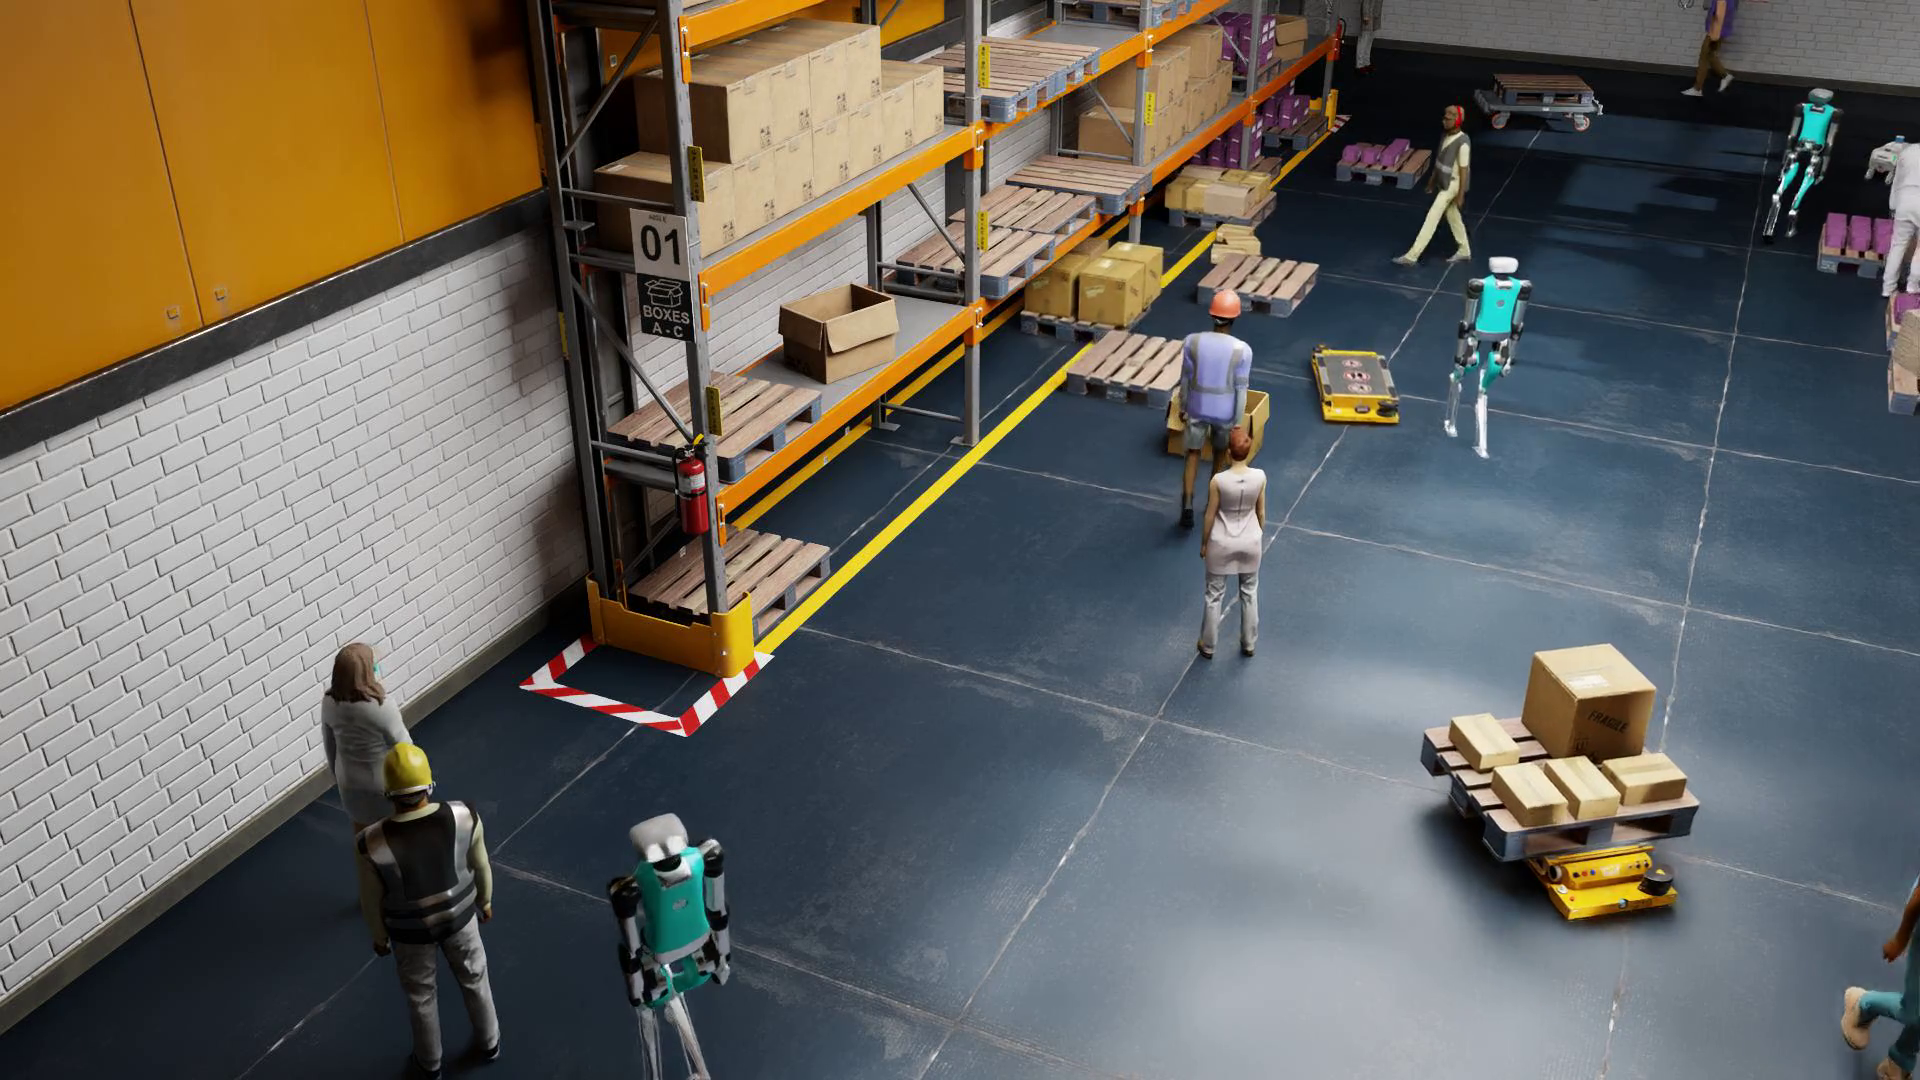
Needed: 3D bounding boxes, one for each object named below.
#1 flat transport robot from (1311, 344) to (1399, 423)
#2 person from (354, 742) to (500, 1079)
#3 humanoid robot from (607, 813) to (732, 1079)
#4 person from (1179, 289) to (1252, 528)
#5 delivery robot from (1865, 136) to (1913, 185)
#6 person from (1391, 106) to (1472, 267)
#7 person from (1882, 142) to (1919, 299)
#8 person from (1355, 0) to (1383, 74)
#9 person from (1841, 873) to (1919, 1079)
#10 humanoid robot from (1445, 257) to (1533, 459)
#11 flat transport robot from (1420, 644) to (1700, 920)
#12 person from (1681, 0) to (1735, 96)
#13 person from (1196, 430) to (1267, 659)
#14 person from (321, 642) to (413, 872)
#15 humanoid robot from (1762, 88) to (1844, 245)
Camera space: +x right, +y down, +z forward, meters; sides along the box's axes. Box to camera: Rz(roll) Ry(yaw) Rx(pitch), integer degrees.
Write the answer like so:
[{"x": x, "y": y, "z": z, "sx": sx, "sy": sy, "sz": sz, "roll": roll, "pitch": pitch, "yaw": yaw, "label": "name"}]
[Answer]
[{"x": 3.651, "y": -1.453, "z": 15.423, "sx": 0.659, "sy": 0.231, "sz": 1.431, "roll": 3, "pitch": 28, "yaw": 5, "label": "flat transport robot"}, {"x": -2.492, "y": 1.755, "z": 7.842, "sx": 0.595, "sy": 1.825, "sz": 0.405, "roll": -16, "pitch": 32, "yaw": -27, "label": "person"}, {"x": -1.389, "y": 1.916, "z": 7.669, "sx": 0.568, "sy": 1.814, "sz": 0.738, "roll": -18, "pitch": 33, "yaw": -30, "label": "humanoid robot"}, {"x": 1.935, "y": -0.987, "z": 12.821, "sx": 0.543, "sy": 1.916, "sz": 0.758, "roll": 9, "pitch": 29, "yaw": 15, "label": "person"}, {"x": 12.157, "y": -4.952, "z": 21.607, "sx": 0.771, "sy": 0.592, "sz": 0.499, "roll": -19, "pitch": 34, "yaw": -31, "label": "delivery robot"}, {"x": 5.341, "y": -3.897, "z": 18.340, "sx": 0.961, "sy": 1.791, "sz": 0.587, "roll": -2, "pitch": 28, "yaw": -4, "label": "person"}, {"x": 10.052, "y": -3.467, "z": 17.483, "sx": 0.601, "sy": 1.858, "sz": 0.667, "roll": -22, "pitch": 35, "yaw": -35, "label": "person"}, {"x": 6.639, "y": -8.482, "z": 26.812, "sx": 0.365, "sy": 1.832, "sz": 0.504, "roll": 21, "pitch": 35, "yaw": 34, "label": "person"}, {"x": 4.543, "y": 1.815, "z": 7.691, "sx": 0.546, "sy": 1.849, "sz": 0.495, "roll": -3, "pitch": 28, "yaw": -5, "label": "person"}, {"x": 4.439, "y": -1.636, "z": 14.236, "sx": 0.544, "sy": 1.775, "sz": 0.889, "roll": 0, "pitch": 28, "yaw": -1, "label": "humanoid robot"}, {"x": 3.482, "y": 1.639, "z": 9.689, "sx": 0.659, "sy": 0.231, "sz": 1.431, "roll": -6, "pitch": 29, "yaw": -10, "label": "flat transport robot"}, {"x": 11.513, "y": -7.711, "z": 25.286, "sx": 0.602, "sy": 1.917, "sz": 0.550, "roll": 16, "pitch": 32, "yaw": 27, "label": "person"}, {"x": 1.842, "y": 0.038, "z": 11.203, "sx": 0.435, "sy": 1.652, "sz": 0.291, "roll": -4, "pitch": 29, "yaw": -7, "label": "person"}, {"x": -3.110, "y": 1.275, "z": 8.895, "sx": 0.495, "sy": 1.659, "sz": 0.336, "roll": 5, "pitch": 29, "yaw": 9, "label": "person"}, {"x": 9.563, "y": -4.217, "z": 19.032, "sx": 0.533, "sy": 1.773, "sz": 0.986, "roll": 23, "pitch": 36, "yaw": 36, "label": "humanoid robot"}]
